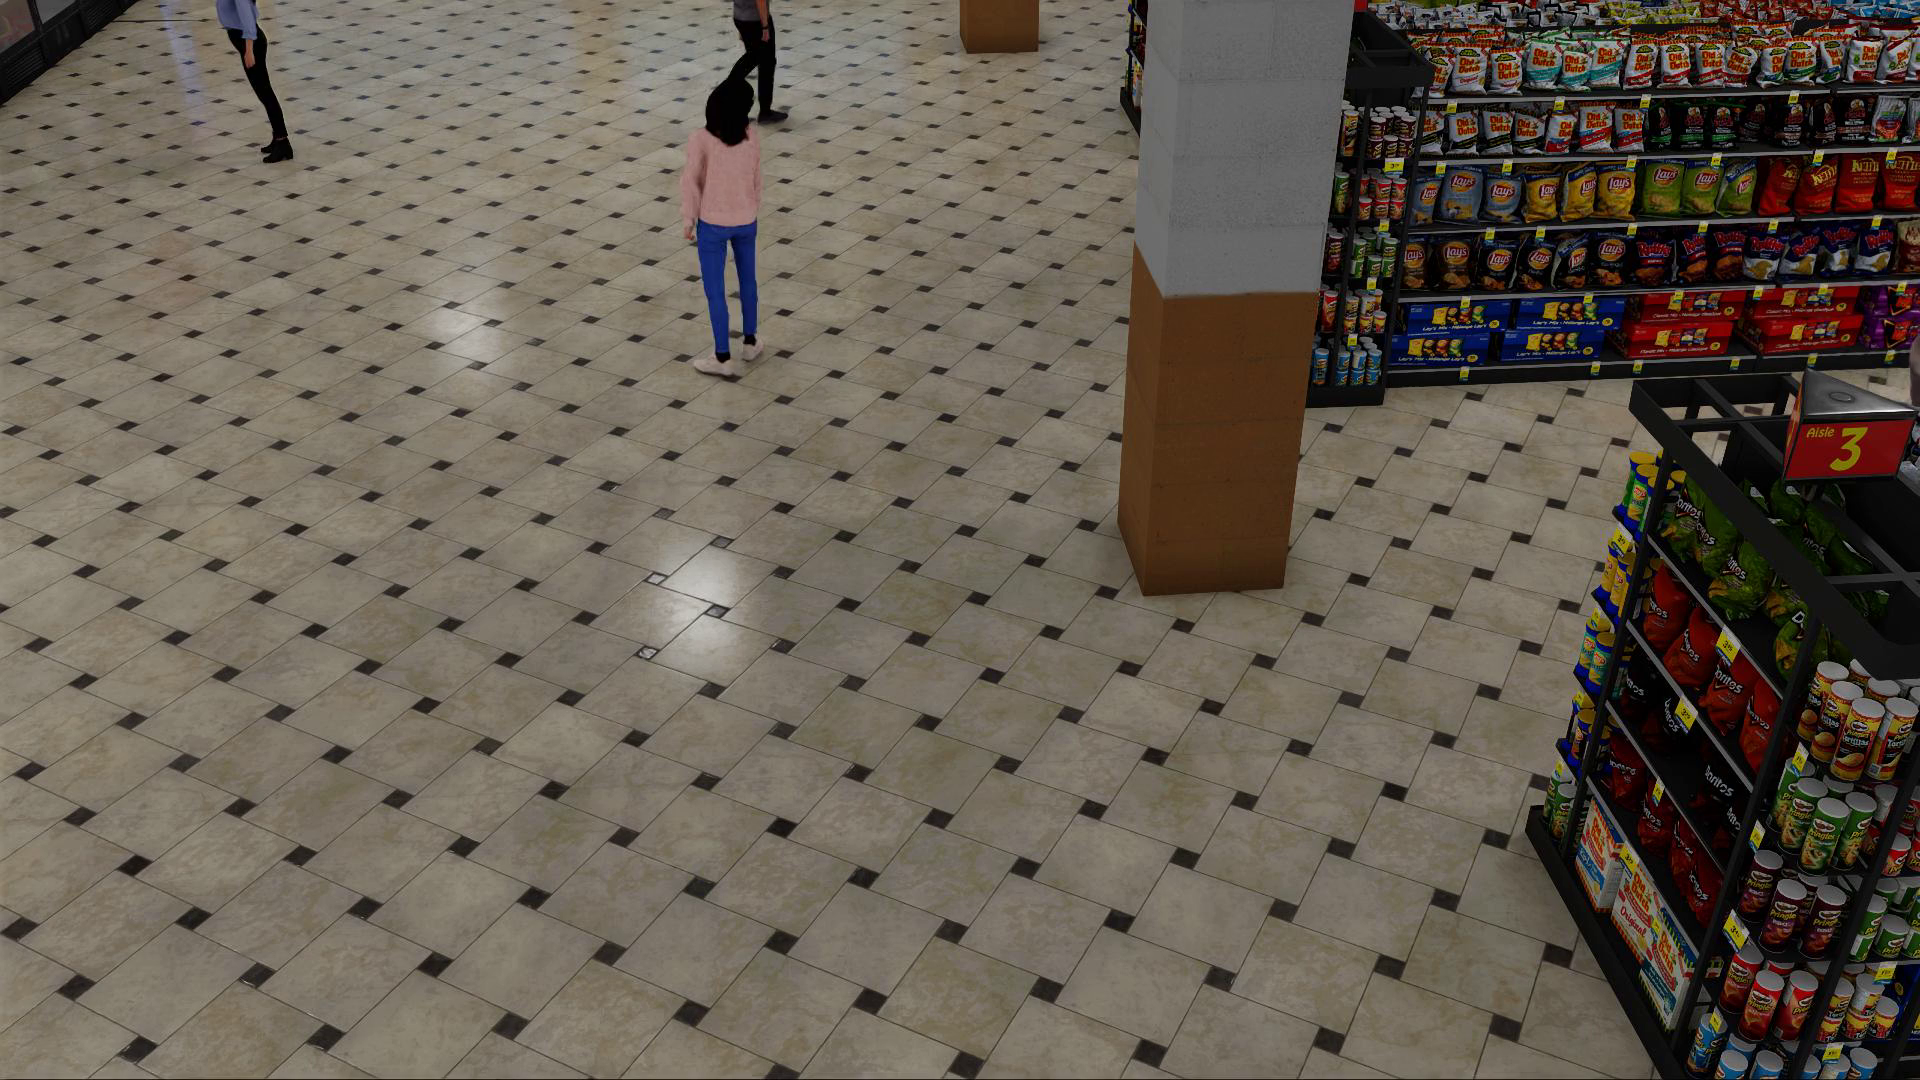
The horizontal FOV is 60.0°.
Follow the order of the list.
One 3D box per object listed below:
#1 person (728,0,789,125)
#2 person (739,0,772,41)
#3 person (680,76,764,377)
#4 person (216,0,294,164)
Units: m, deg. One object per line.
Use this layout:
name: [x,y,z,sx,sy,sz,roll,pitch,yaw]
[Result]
person: [-1.777,-4.277,13.708,0.954,1.734,0.855,-22,38,-31]
person: [-2.049,-5.631,15.923,0.818,1.693,0.793,-23,39,-32]
person: [-1.348,-1.826,9.778,0.852,1.725,0.715,24,39,33]
person: [-5.531,-3.837,12.993,0.658,1.743,0.715,-12,34,-19]
